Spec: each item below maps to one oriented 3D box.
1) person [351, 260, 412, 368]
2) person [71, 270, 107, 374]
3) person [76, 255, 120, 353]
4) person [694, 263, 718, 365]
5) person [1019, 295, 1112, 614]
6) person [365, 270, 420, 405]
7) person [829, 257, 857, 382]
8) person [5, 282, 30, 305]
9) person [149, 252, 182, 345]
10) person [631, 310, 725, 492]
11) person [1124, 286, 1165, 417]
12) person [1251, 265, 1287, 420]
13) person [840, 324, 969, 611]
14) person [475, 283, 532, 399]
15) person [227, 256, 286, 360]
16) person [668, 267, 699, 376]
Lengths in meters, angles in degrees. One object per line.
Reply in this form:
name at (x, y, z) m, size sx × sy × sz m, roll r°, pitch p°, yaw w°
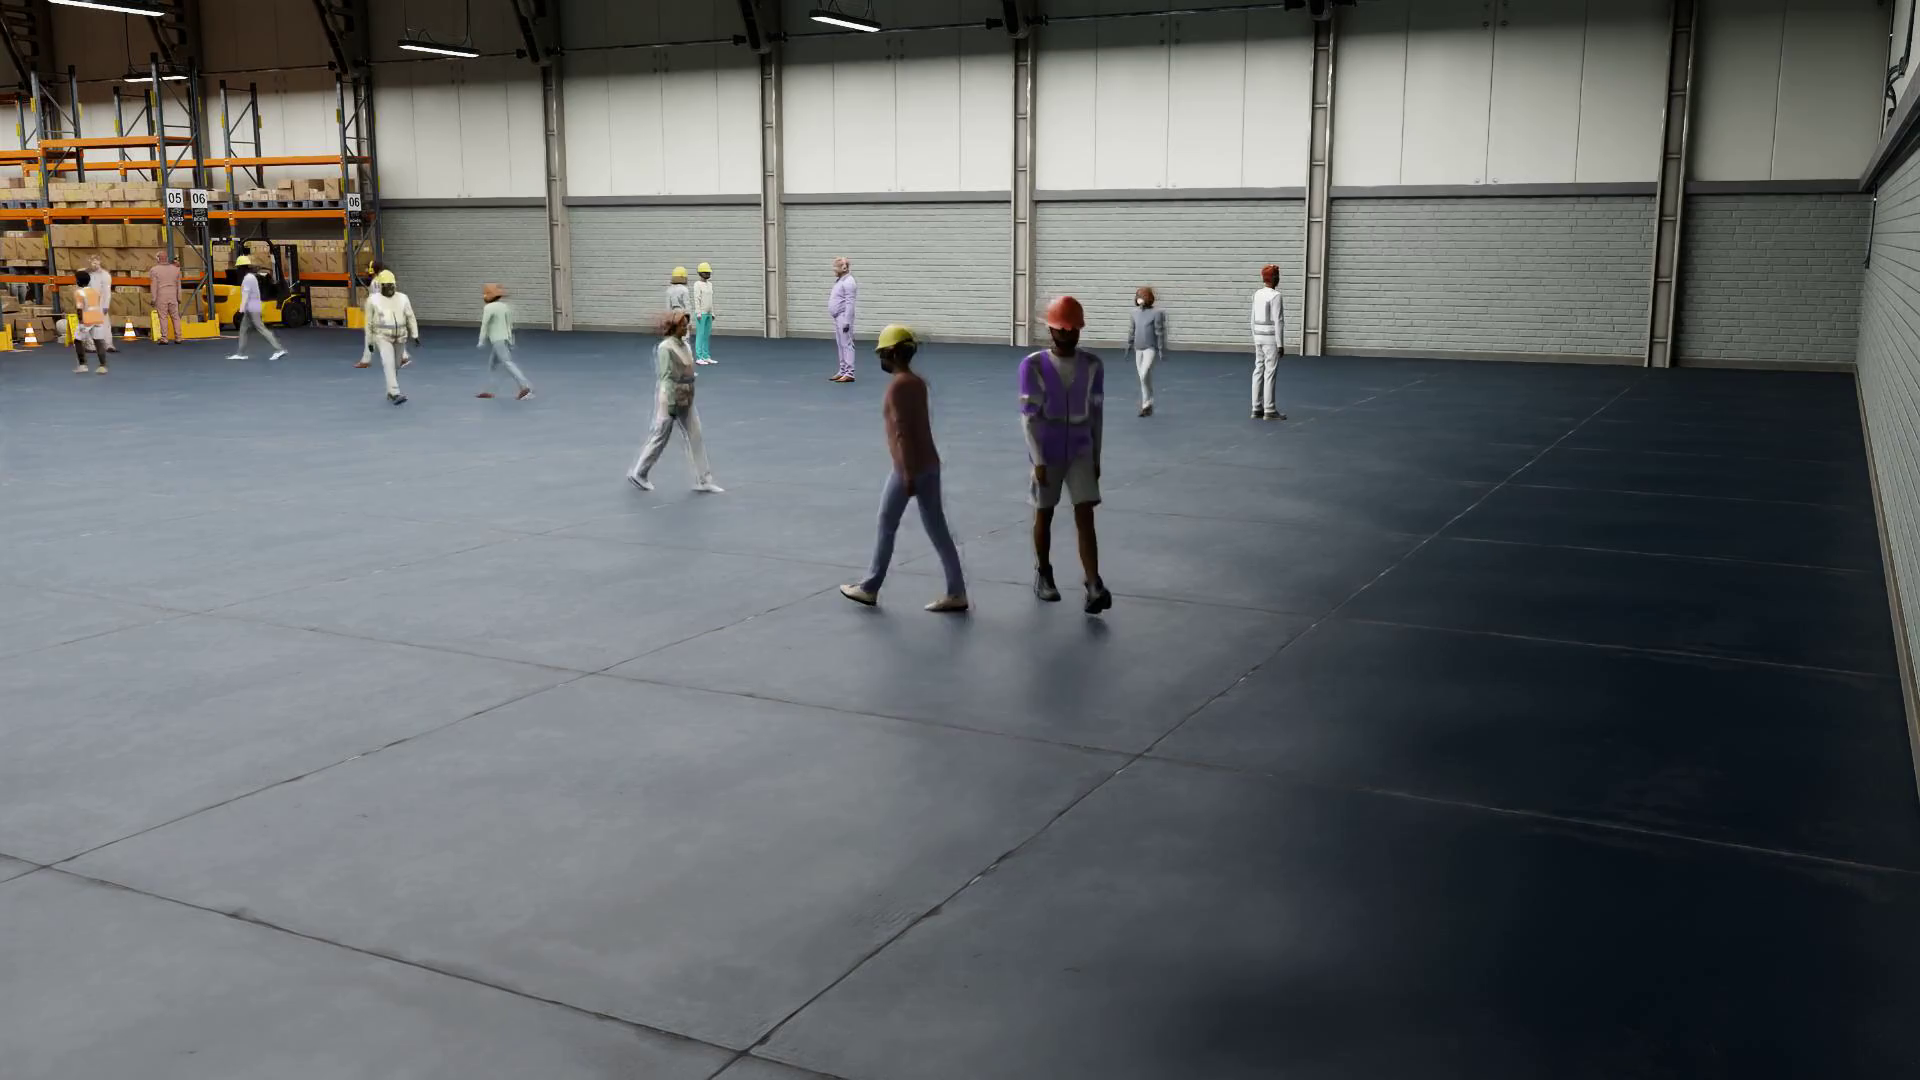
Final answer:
person at (-9.797, -3.810, 28.127) m, size 0.974 × 1.829 × 0.547 m, roll 0°, pitch 10°, yaw -1°
person at (-14.125, -3.503, 26.859) m, size 0.643 × 1.675 × 0.540 m, roll 3°, pitch 11°, yaw 17°
person at (-16.503, -4.478, 31.648) m, size 0.743 × 1.874 × 0.395 m, roll 1°, pitch 10°, yaw 7°
person at (-4.442, -3.944, 29.002) m, size 0.314 × 1.768 × 0.526 m, roll 4°, pitch 11°, yaw 22°
person at (0.630, -0.500, 9.891) m, size 0.545 × 1.876 × 1.024 m, roll -2°, pitch 11°, yaw -11°
person at (-7.598, -2.707, 22.243) m, size 0.587 × 1.780 × 0.961 m, roll -9°, pitch 14°, yaw -41°
person at (-1.809, -3.378, 25.528) m, size 0.409 × 1.909 × 0.644 m, roll -4°, pitch 11°, yaw -19°
person at (-24.412, -6.608, 43.056) m, size 0.356 × 1.937 × 0.638 m, roll 5°, pitch 12°, yaw 27°
person at (-16.357, -4.973, 34.235) m, size 0.405 × 1.904 × 0.652 m, roll 8°, pitch 13°, yaw 36°
person at (-2.516, -1.208, 14.544) m, size 0.849 × 1.604 × 0.522 m, roll 4°, pitch 11°, yaw 20°
person at (2.240, -2.313, 20.488) m, size 0.520 × 1.614 × 0.533 m, roll -10°, pitch 14°, yaw -42°
person at (3.773, -2.408, 20.301) m, size 0.350 × 1.884 × 0.583 m, roll -5°, pitch 11°, yaw -23°
person at (-0.335, -0.424, 9.948) m, size 0.881 × 1.699 × 0.560 m, roll 4°, pitch 11°, yaw 21°
person at (-6.283, -2.717, 22.789) m, size 0.856 × 1.593 × 0.509 m, roll 2°, pitch 11°, yaw 11°
person at (-12.709, -4.176, 29.971) m, size 0.962 × 1.883 × 0.592 m, roll -5°, pitch 11°, yaw -24°
person at (-4.454, -3.485, 26.587) m, size 0.522 × 1.735 × 0.352 m, roll 8°, pitch 13°, yaw 38°
